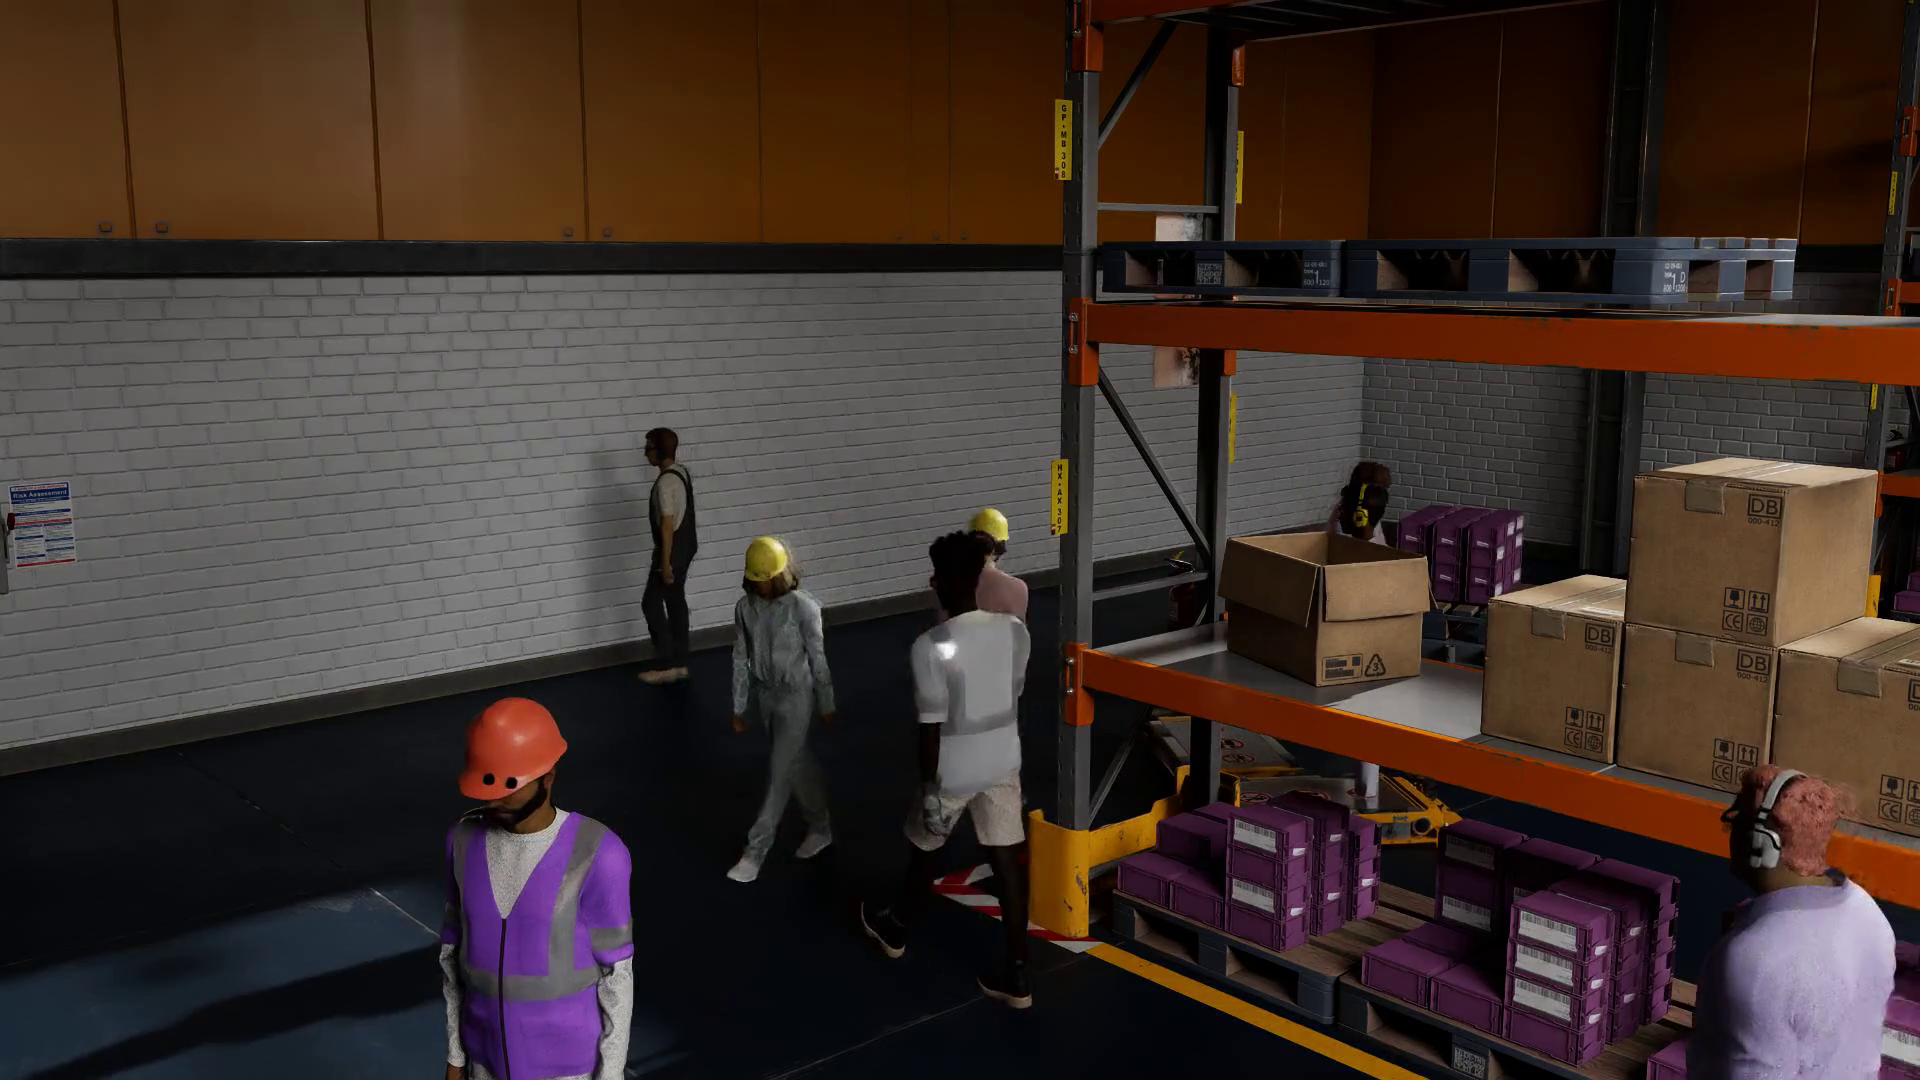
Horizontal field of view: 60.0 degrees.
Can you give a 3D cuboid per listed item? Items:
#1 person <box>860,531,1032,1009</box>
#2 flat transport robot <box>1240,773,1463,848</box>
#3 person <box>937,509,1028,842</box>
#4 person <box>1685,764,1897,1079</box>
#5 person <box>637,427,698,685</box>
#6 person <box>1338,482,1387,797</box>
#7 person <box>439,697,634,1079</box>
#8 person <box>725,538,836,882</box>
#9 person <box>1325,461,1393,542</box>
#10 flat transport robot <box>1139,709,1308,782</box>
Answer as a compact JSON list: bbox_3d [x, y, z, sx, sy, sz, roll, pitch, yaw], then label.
[{"bbox_3d":[-0.030,0.906,6.904,0.621,1.912,0.989,-7,12,-35],"label":"person"},{"bbox_3d":[1.893,1.425,8.710,1.431,0.197,0.652,-1,10,-7],"label":"flat transport robot"},{"bbox_3d":[0.094,0.697,8.719,0.533,1.727,0.886,4,11,23],"label":"person"},{"bbox_3d":[1.981,1.455,3.911,0.660,1.862,0.989,-7,12,-36],"label":"person"},{"bbox_3d":[-2.101,0.107,11.849,0.445,1.837,0.529,1,10,9],"label":"person"},{"bbox_3d":[2.079,0.626,8.716,0.325,1.871,0.521,3,10,19],"label":"person"},{"bbox_3d":[-1.124,1.341,4.362,0.543,1.928,0.373,3,10,15],"label":"person"},{"bbox_3d":[-0.902,0.812,8.148,0.496,1.676,0.874,7,12,34],"label":"person"},{"bbox_3d":[2.357,0.404,10.215,0.565,1.810,0.671,4,10,21],"label":"person"},{"bbox_3d":[1.513,1.257,9.693,0.652,0.197,1.431,-1,10,-6],"label":"flat transport robot"}]
